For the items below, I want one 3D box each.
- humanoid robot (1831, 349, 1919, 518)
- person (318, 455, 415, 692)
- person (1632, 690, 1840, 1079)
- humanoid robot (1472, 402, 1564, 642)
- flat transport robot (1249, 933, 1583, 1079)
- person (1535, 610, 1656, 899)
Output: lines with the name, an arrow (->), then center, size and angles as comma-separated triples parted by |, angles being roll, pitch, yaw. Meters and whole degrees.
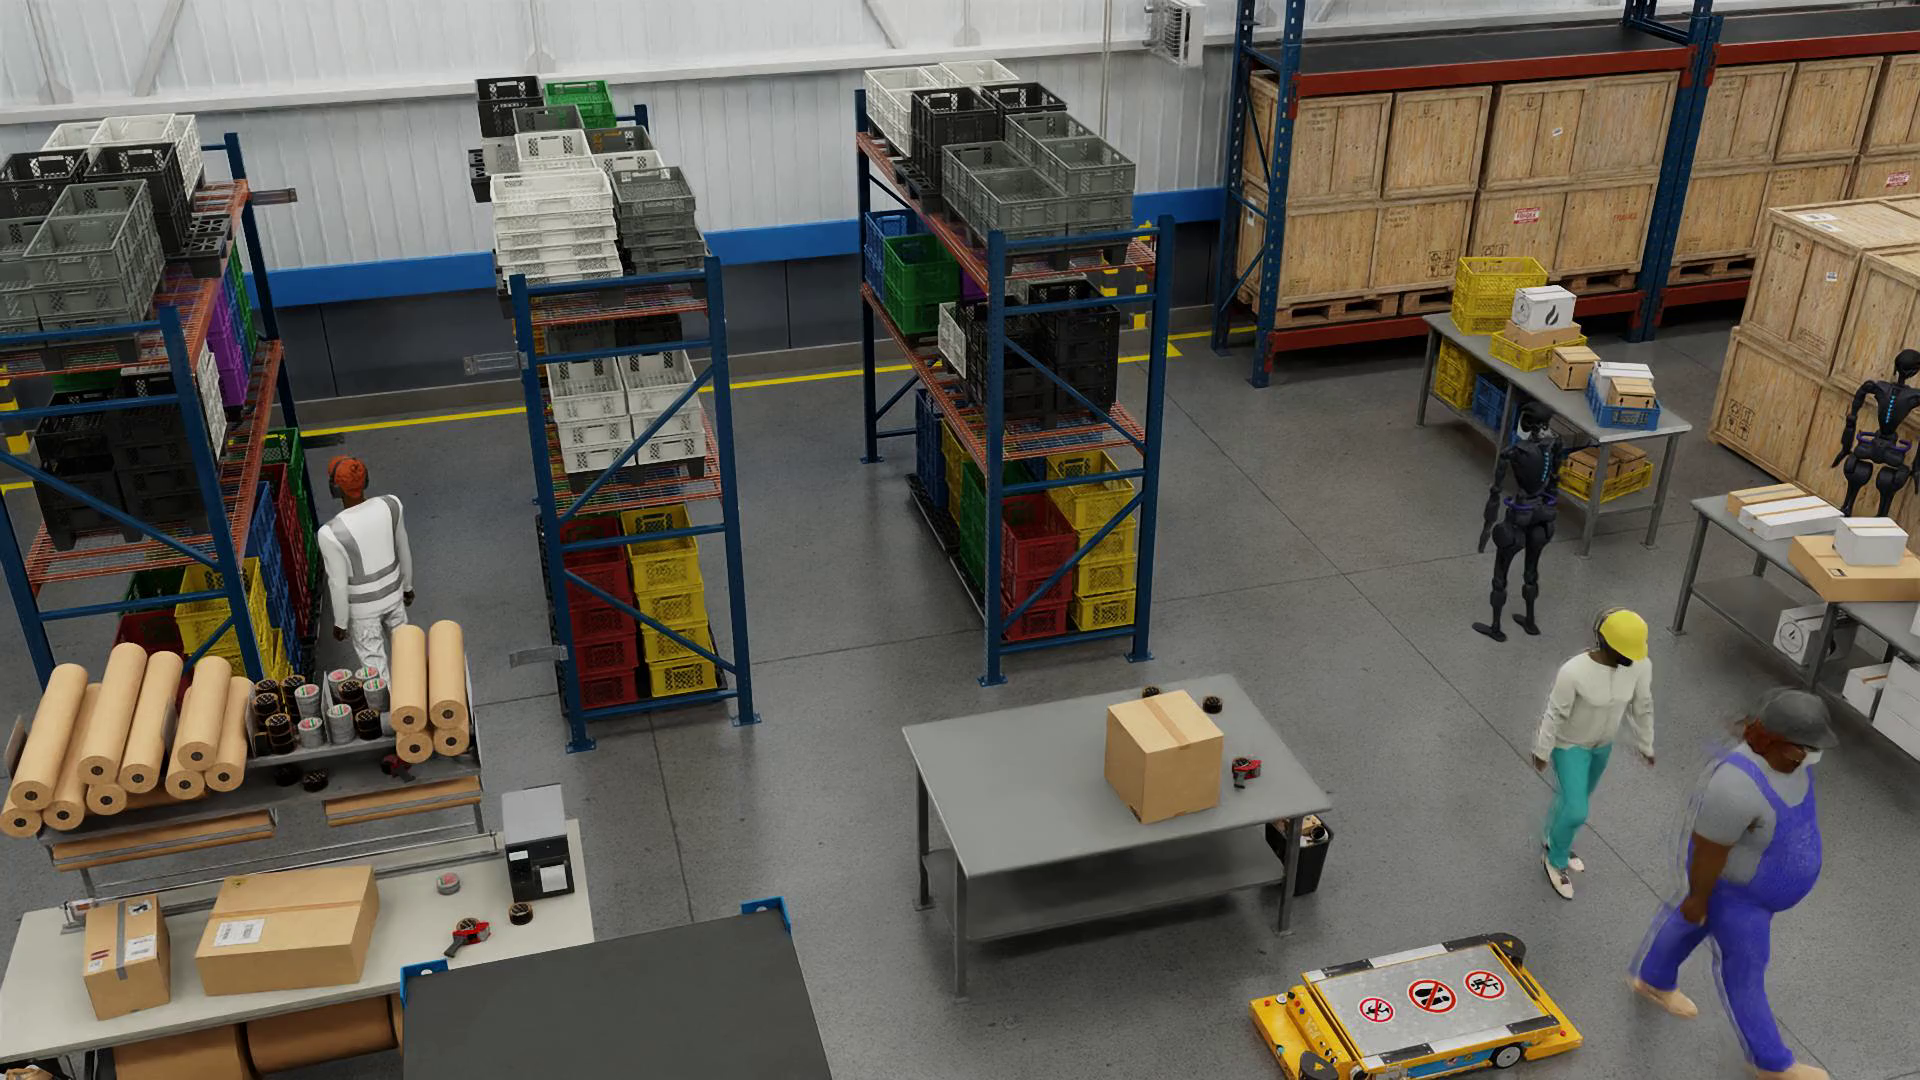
humanoid robot -> 6.482, -0.567, 11.717 | 0.583, 1.657, 0.328 | 22, 35, 34
person -> -3.469, 0.361, 9.828 | 0.348, 1.882, 0.582 | 16, 33, 27
person -> 3.680, 1.527, 7.546 | 1.011, 2.000, 0.696 | 22, 36, 34
humanoid robot -> 3.696, -0.134, 10.948 | 0.596, 1.649, 0.365 | -10, 30, -18
flat transport robot -> 2.184, 2.282, 7.980 | 1.431, 0.197, 0.652 | -8, 30, -14
person -> 3.297, 1.085, 8.660 | 0.579, 1.734, 0.568 | -11, 31, -19
